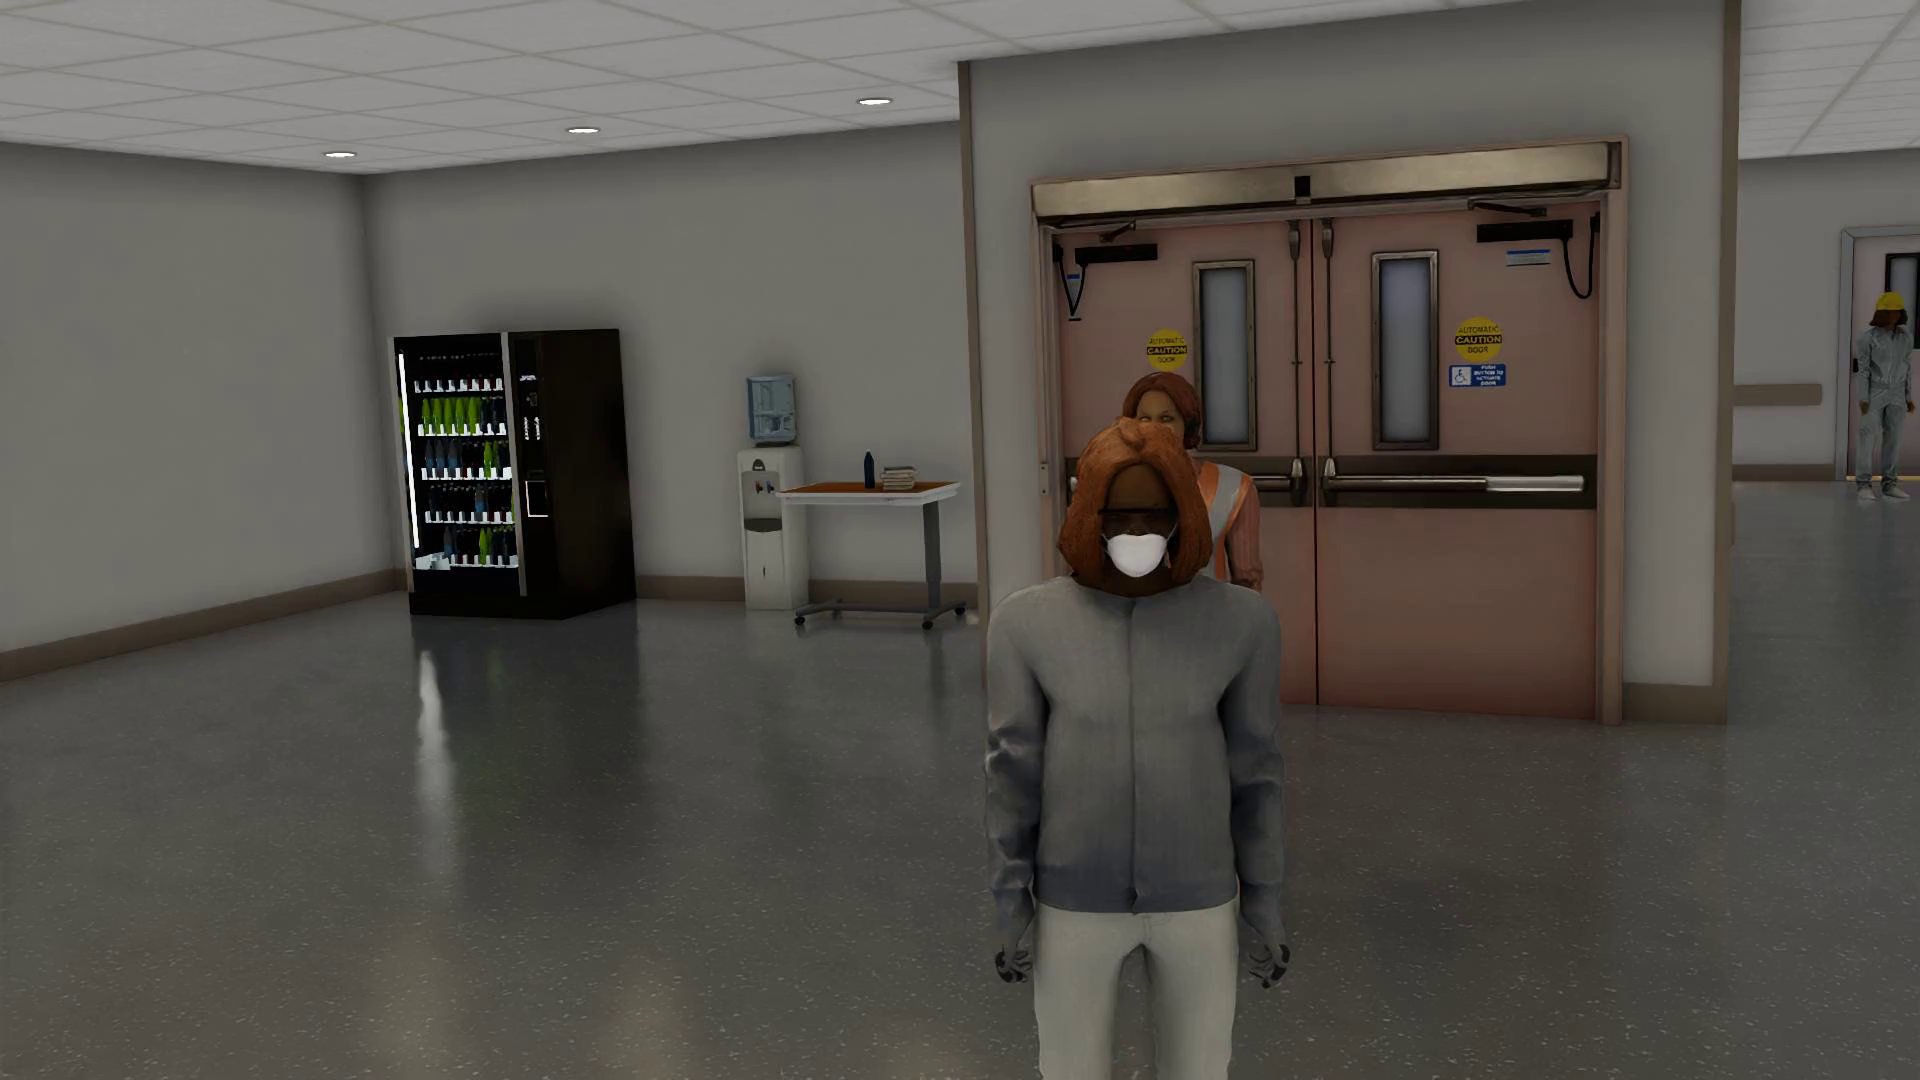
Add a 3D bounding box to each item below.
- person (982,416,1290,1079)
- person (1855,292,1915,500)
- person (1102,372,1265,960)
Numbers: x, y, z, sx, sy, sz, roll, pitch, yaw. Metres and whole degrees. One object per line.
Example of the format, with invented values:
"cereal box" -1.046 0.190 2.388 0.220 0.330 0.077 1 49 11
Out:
"person" 0.294 0.611 2.743 0.498 1.633 0.279 -2 7 1
"person" 7.775 -1.200 13.950 0.503 1.738 0.329 -3 7 -8
"person" 0.583 0.355 4.601 0.525 1.639 0.307 -1 8 12
